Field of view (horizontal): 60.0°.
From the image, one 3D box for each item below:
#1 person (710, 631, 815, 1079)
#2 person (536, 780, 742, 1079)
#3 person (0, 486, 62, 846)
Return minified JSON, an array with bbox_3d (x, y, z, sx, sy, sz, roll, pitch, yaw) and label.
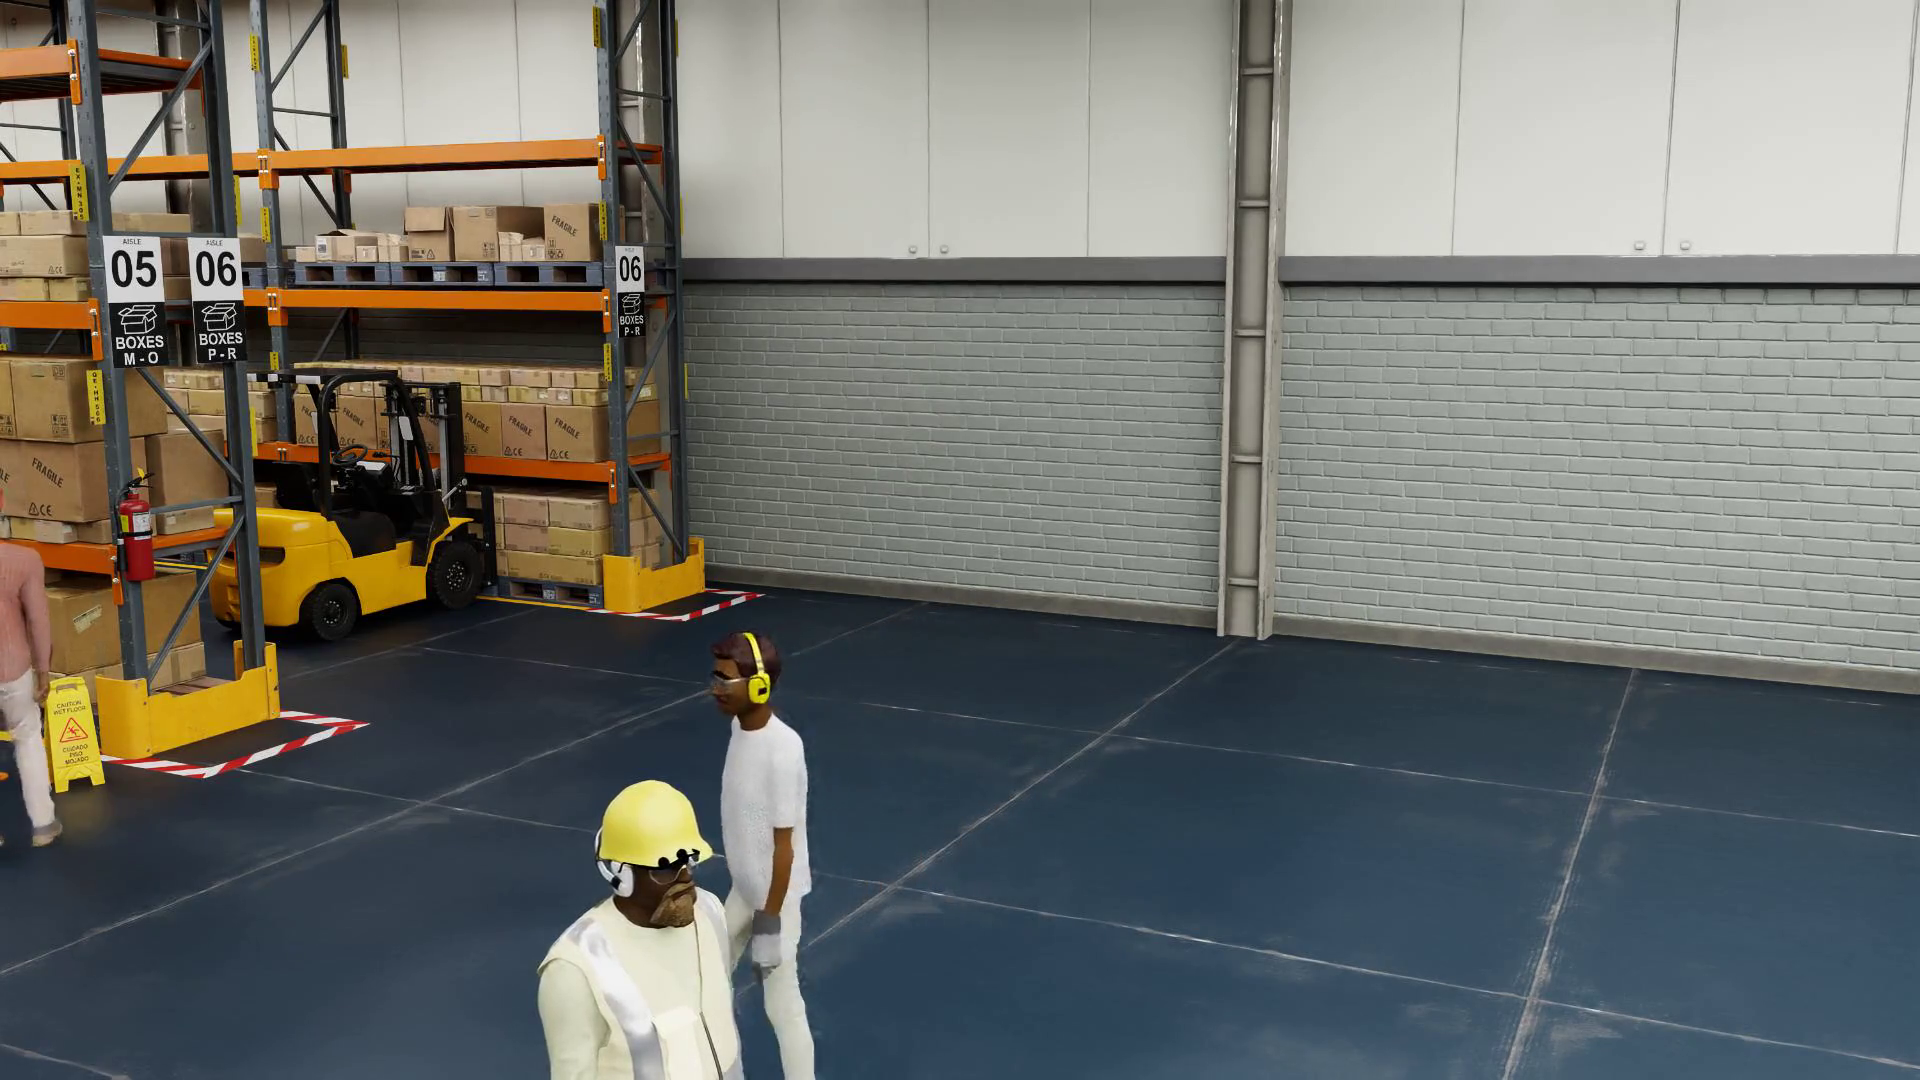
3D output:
[{"bbox_3d":[-0.755,1.217,5.525,0.642,1.853,0.554,-5,11,-29],"label":"person"},{"bbox_3d":[-0.730,1.471,4.042,0.403,1.834,0.587,5,11,29],"label":"person"},{"bbox_3d":[-5.031,0.649,8.606,0.635,1.983,0.473,-4,10,-23],"label":"person"}]
